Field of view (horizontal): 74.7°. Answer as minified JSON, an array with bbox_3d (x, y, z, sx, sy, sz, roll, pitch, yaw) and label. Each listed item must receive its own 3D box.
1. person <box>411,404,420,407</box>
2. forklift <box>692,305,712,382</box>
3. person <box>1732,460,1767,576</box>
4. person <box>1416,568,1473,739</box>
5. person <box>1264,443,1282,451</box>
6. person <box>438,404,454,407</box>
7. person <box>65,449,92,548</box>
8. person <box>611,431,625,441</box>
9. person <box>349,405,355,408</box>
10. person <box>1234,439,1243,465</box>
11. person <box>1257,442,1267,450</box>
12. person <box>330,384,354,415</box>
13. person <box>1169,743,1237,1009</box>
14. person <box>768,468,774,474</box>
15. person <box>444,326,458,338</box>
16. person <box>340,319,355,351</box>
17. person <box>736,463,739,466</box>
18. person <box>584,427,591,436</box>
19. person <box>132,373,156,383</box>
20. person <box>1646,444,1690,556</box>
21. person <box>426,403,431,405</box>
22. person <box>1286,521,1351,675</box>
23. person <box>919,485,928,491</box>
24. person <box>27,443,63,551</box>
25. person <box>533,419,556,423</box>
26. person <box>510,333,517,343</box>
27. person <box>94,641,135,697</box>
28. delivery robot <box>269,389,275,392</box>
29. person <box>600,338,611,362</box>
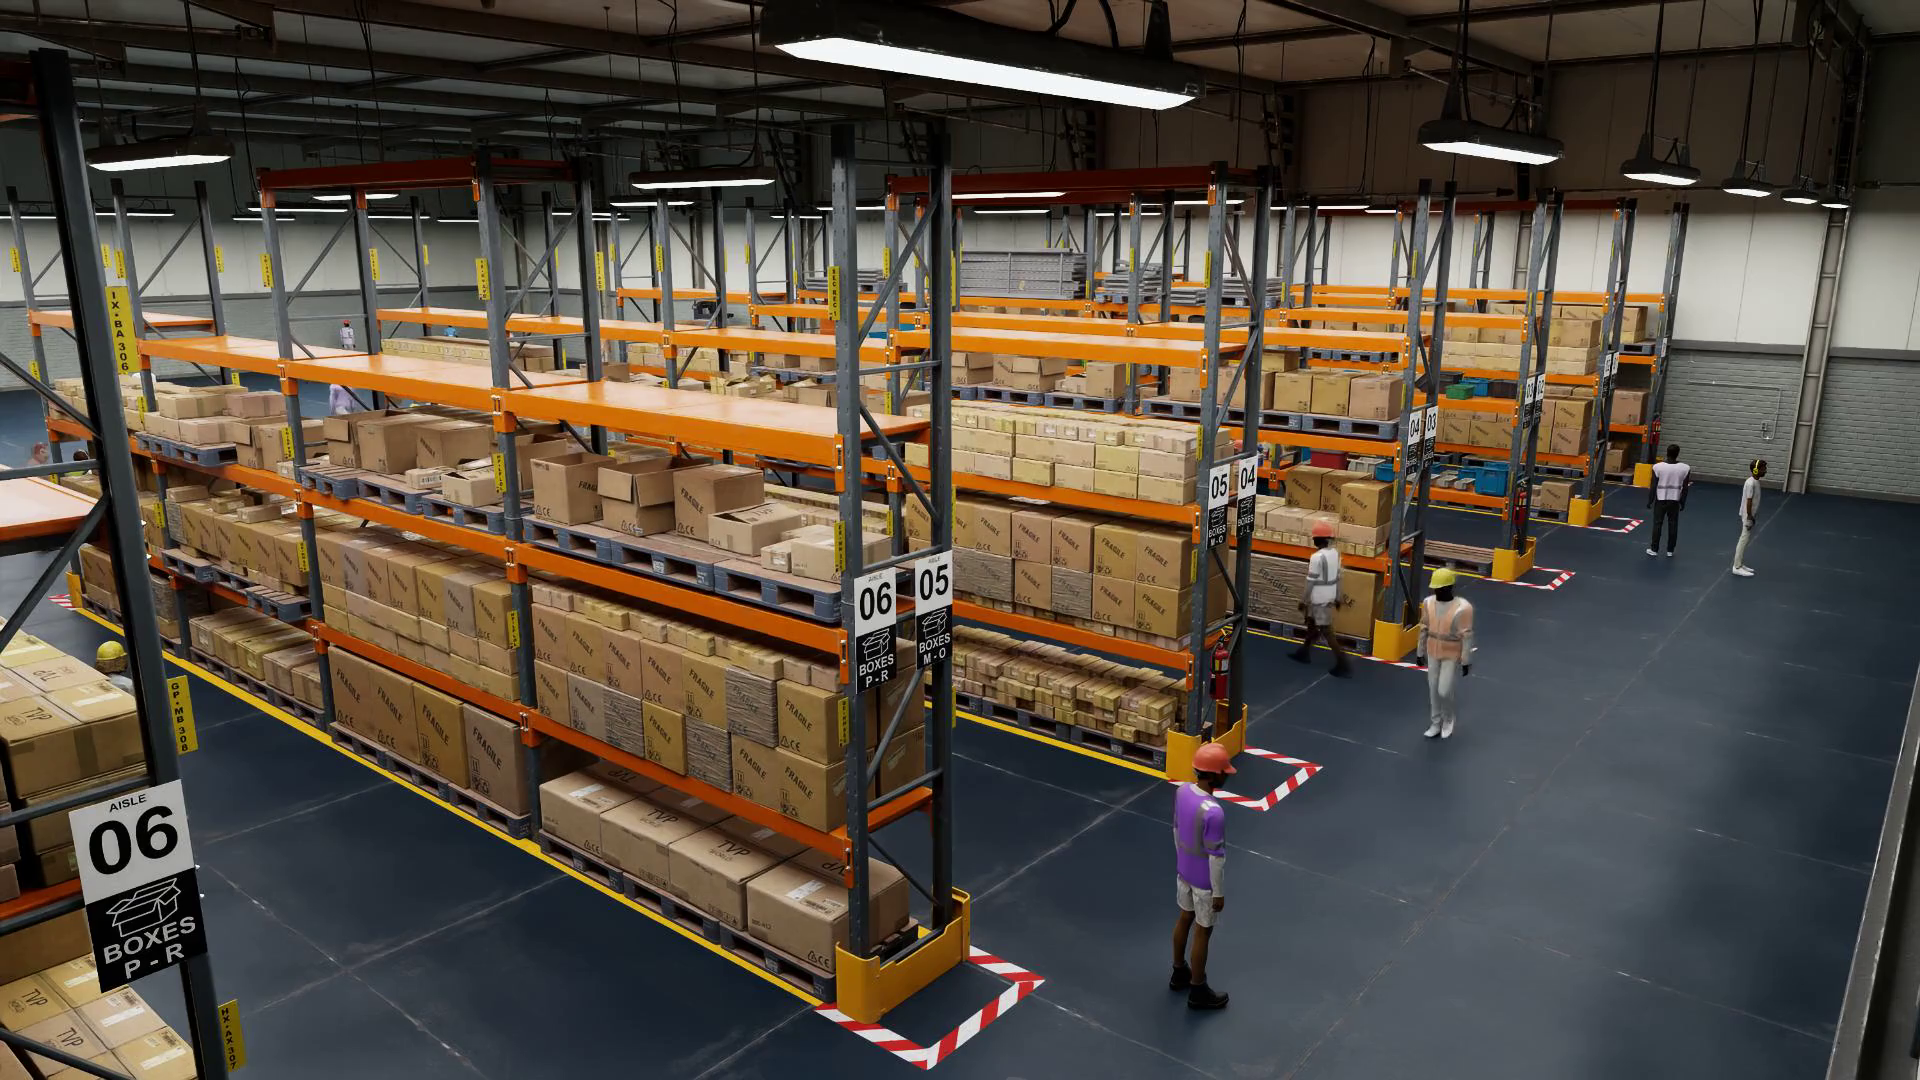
[{"bbox_3d":[-11.873,-2.118,27.665,0.311,1.768,0.524,-1,14,-4],"label":"person"},{"bbox_3d":[-9.511,-7.392,47.124,1.873,2.768,1.129,11,17,38],"label":"forklift"},{"bbox_3d":[12.724,-0.370,20.256,0.328,1.872,0.513,9,16,32],"label":"person"},{"bbox_3d":[5.203,1.230,13.596,0.424,1.902,0.610,-10,17,-36],"label":"person"},{"bbox_3d":[6.087,-1.411,24.656,0.415,1.818,0.594,4,14,16],"label":"person"},{"bbox_3d":[-12.497,-2.802,30.752,0.498,1.633,0.280,-13,19,-42],"label":"person"},{"bbox_3d":[-14.777,-0.625,21.365,0.626,1.844,0.429,-3,14,-13],"label":"person"},{"bbox_3d":[-8.909,-3.413,32.700,0.636,1.905,0.819,-6,15,-25],"label":"person"},{"bbox_3d":[-19.352,-5.001,39.540,0.534,1.751,0.606,2,14,7],"label":"person"},{"bbox_3d":[4.775,-0.754,21.569,0.372,1.997,0.621,11,17,38],"label":"person"},{"bbox_3d":[6.320,-1.759,26.096,0.514,1.809,0.602,6,15,22],"label":"person"},{"bbox_3d":[-16.258,-3.519,33.174,1.000,1.895,0.642,5,14,19],"label":"person"},{"bbox_3d":[1.730,2.350,8.925,0.369,1.935,0.552,-5,14,-19],"label":"person"},{"bbox_3d":[-4.313,-2.456,28.933,0.633,1.827,0.673,-2,14,-9],"label":"person"},{"bbox_3d":[-22.061,-8.637,54.623,0.541,1.696,0.315,-5,15,-21],"label":"person"},{"bbox_3d":[-25.340,-8.167,52.186,0.551,1.935,0.372,1,14,3],"label":"person"},{"bbox_3d":[-5.117,-2.204,28.292,0.497,1.633,0.286,-8,16,-30],"label":"person"},{"bbox_3d":[-9.462,-3.340,32.337,0.378,1.937,0.628,6,15,22],"label":"person"},{"bbox_3d":[-22.230,-3.909,34.452,0.610,2.042,0.396,-1,14,-6],"label":"person"},{"bbox_3d":[12.027,-0.675,21.413,0.588,1.918,0.392,4,14,16],"label":"person"},{"bbox_3d":[-15.512,-4.461,37.040,0.663,1.887,0.489,-6,15,-24],"label":"person"},{"bbox_3d":[4.573,0.711,15.775,0.973,1.896,0.542,13,19,43],"label":"person"},{"bbox_3d":[-0.713,0.072,18.525,0.902,1.849,0.592,10,17,37],"label":"person"},{"bbox_3d":[-15.737,-0.744,21.774,0.737,1.875,0.672,-6,15,-24],"label":"person"},{"bbox_3d":[-12.042,-4.306,36.523,0.865,1.842,0.526,-6,15,-22],"label":"person"},{"bbox_3d":[-16.071,-6.464,45.248,0.410,1.909,0.643,8,16,29],"label":"person"},{"bbox_3d":[-7.779,1.780,11.697,0.483,1.737,0.320,3,14,12],"label":"person"},{"bbox_3d":[-21.937,-4.561,40.130,0.707,0.478,0.477,-2,14,-9],"label":"delivery robot"},{"bbox_3d":[-14.321,-7.643,50.673,0.532,1.633,0.401,-3,14,-14],"label":"person"}]
